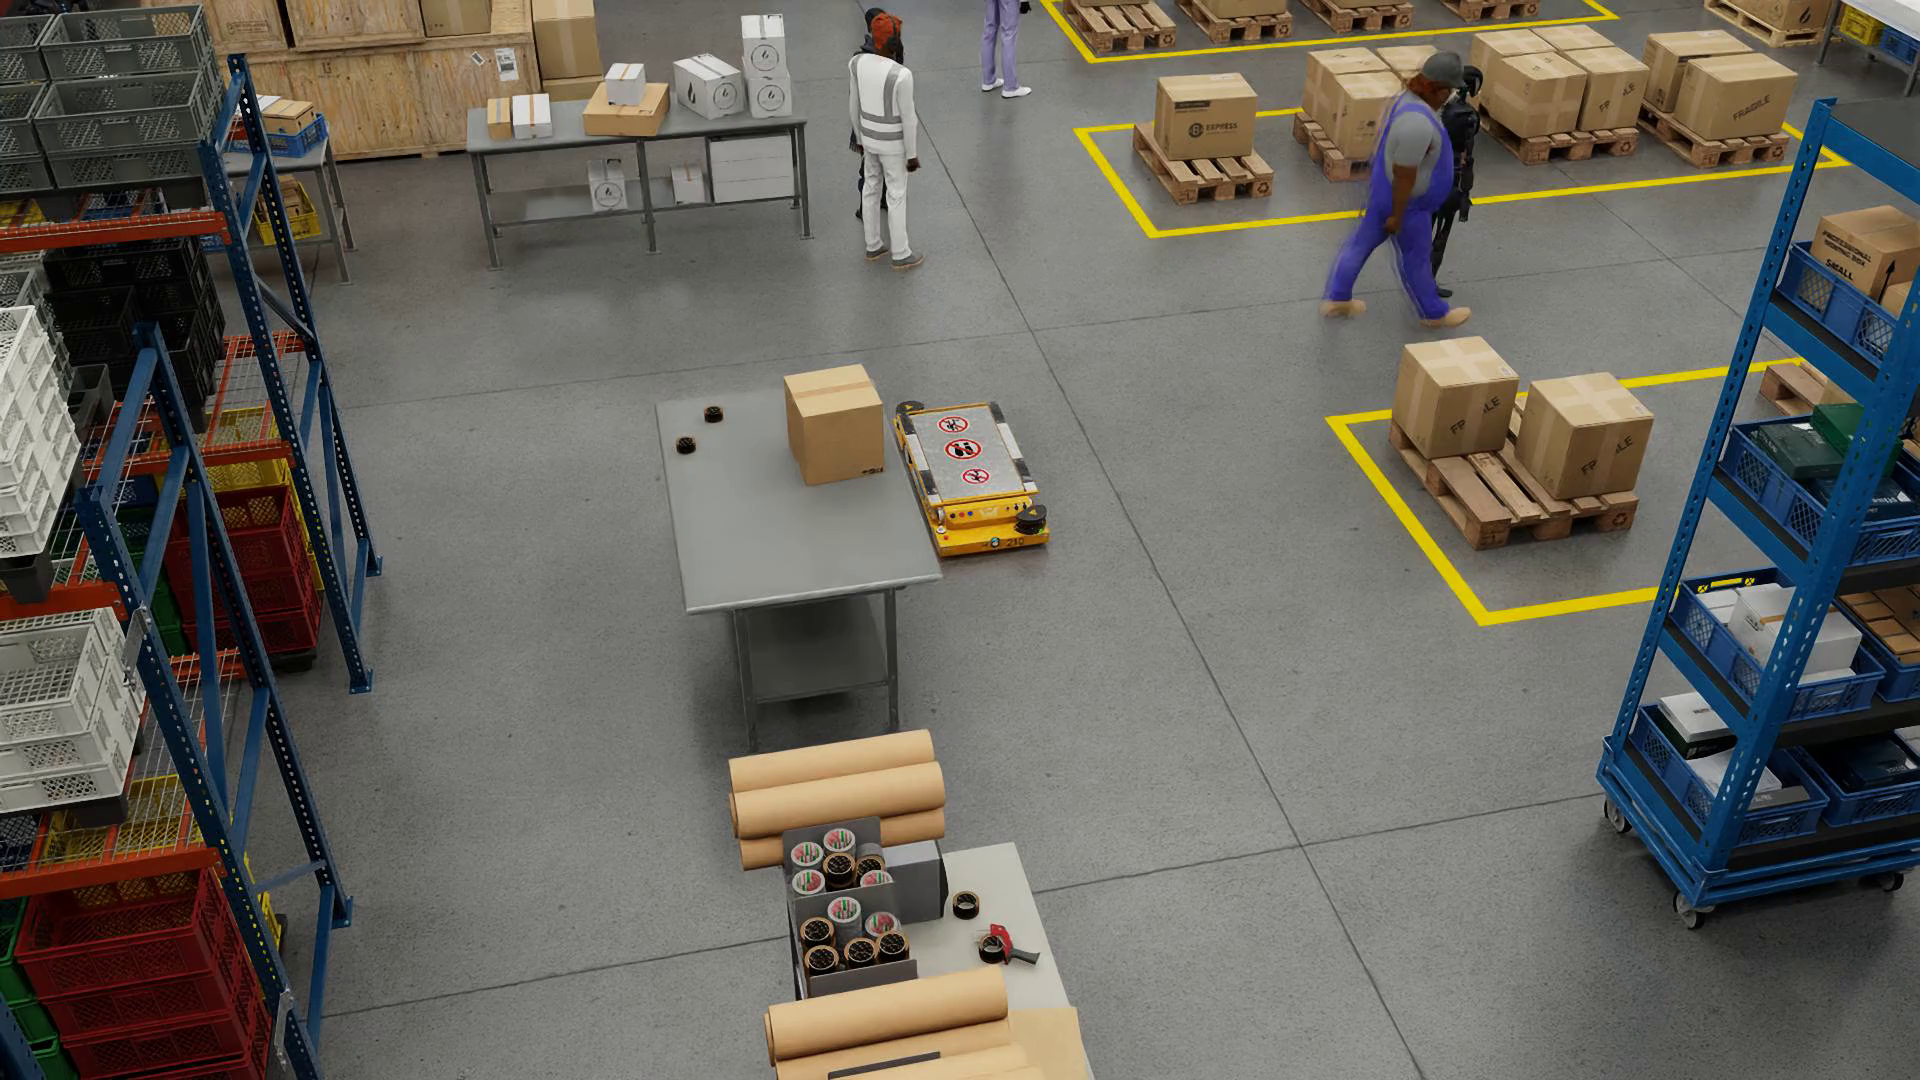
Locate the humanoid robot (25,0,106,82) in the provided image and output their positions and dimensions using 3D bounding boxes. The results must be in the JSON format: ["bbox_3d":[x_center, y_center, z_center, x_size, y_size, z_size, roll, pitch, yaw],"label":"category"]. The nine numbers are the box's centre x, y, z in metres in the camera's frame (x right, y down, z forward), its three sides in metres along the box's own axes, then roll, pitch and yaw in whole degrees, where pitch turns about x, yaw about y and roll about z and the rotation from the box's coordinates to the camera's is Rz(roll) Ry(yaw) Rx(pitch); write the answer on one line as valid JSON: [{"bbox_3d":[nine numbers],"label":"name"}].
[{"bbox_3d":[-7.226,-3.870,13.563,0.328,1.658,0.583,21,41,25],"label":"humanoid robot"}]

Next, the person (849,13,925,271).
[{"bbox_3d":[-0.536,-2.874,12.061,0.574,1.886,0.362,26,44,31],"label":"person"}]

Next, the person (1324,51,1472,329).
[{"bbox_3d":[3.073,-2.383,11.273,1.027,2.000,0.702,3,37,4],"label":"person"}]

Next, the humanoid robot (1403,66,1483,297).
[{"bbox_3d":[3.467,-2.551,11.791,0.327,1.657,0.586,-6,37,-8],"label":"humanoid robot"}]

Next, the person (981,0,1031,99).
[{"bbox_3d":[0.391,-4.896,14.753,0.378,1.917,0.585,-31,46,-35],"label":"person"}]

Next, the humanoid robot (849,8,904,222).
[{"bbox_3d":[-0.620,-3.250,12.730,0.315,1.657,0.610,31,46,34],"label":"humanoid robot"}]

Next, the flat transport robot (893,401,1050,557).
[{"bbox_3d":[0.046,-0.430,10.108,0.652,0.197,1.431,-8,37,-10],"label":"flat transport robot"}]
